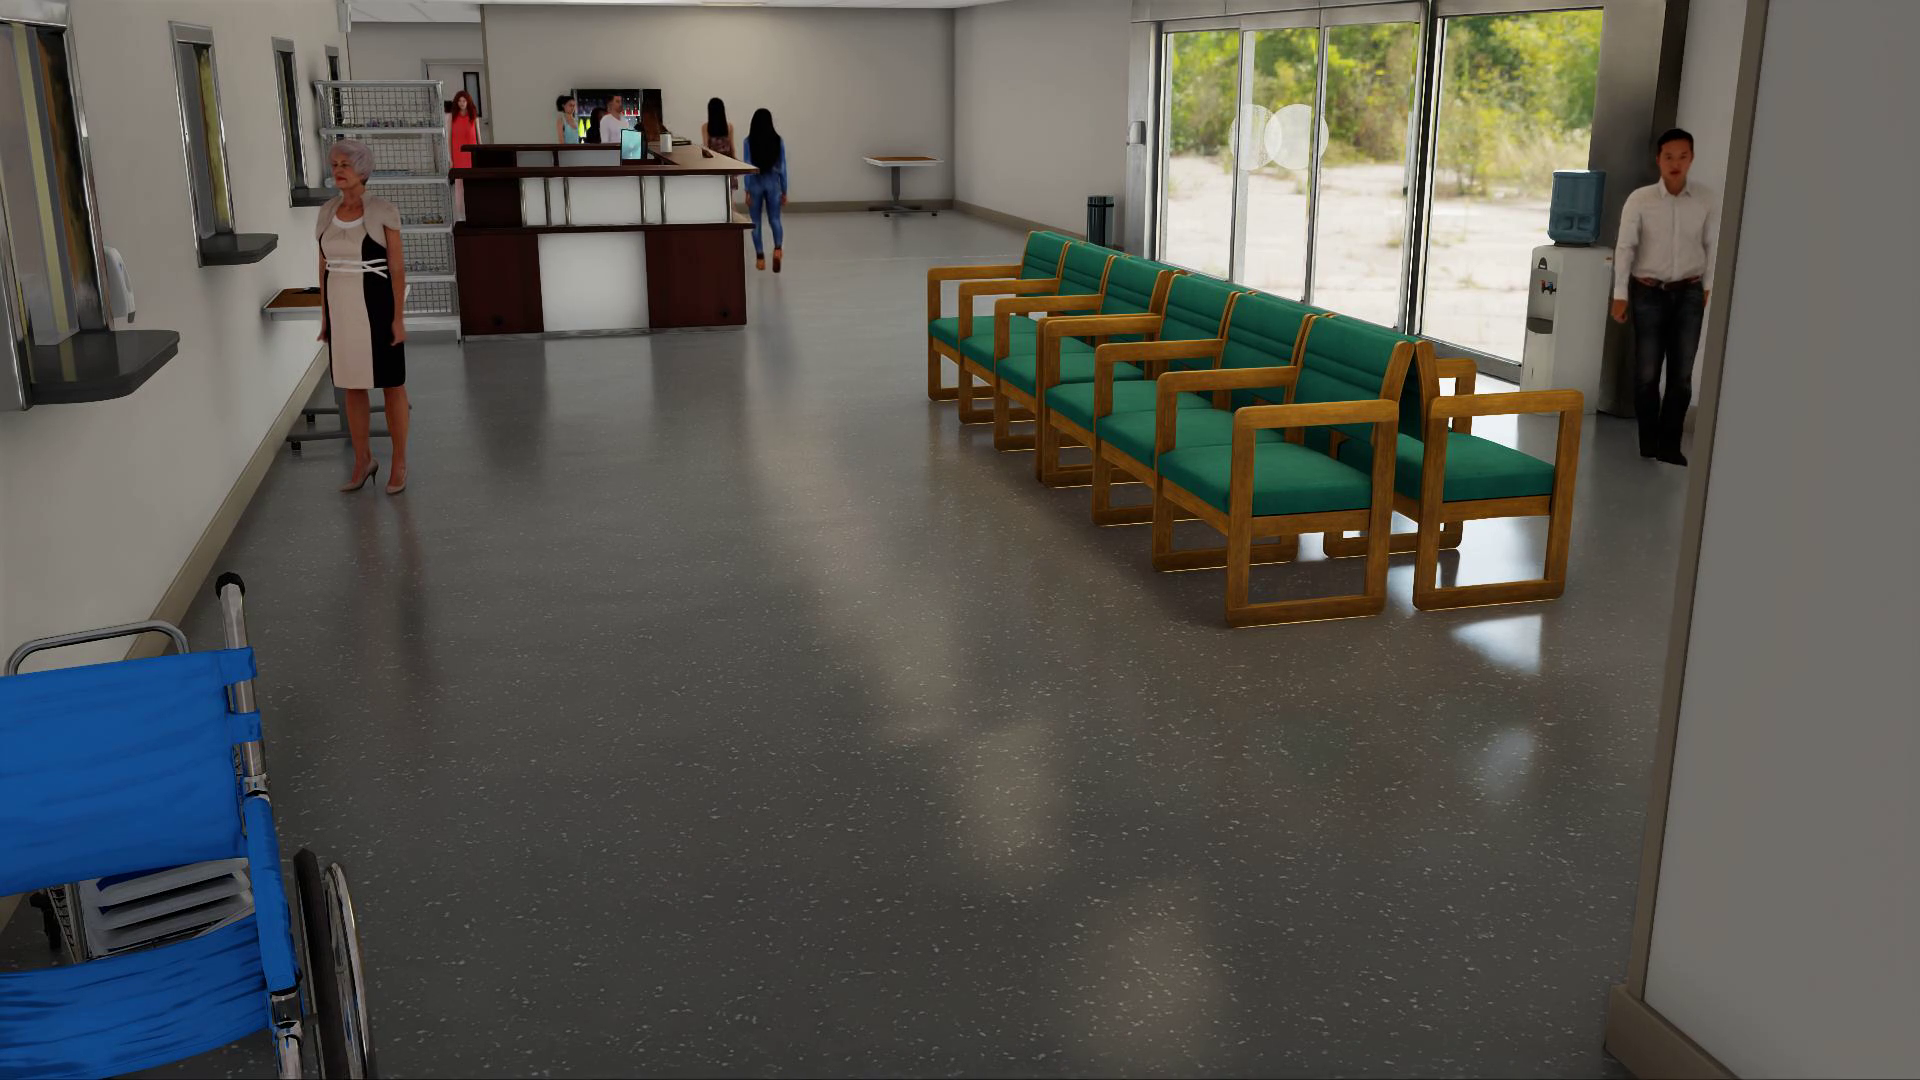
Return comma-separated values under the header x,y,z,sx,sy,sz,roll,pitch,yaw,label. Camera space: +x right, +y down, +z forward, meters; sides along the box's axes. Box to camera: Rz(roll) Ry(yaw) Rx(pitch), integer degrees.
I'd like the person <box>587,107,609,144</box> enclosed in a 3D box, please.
x,y,z,sx,sy,sz,roll,pitch,yaw,label
-4.848,-5.015,22.449,0.804,1.617,0.770,6,17,19,person

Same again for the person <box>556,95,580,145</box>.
x,y,z,sx,sy,sz,roll,pitch,yaw,label
-5.254,-5.088,22.415,0.745,1.774,0.698,7,17,23,person

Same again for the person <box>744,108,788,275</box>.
x,y,z,sx,sy,sz,roll,pitch,yaw,label
-2.009,-3.588,17.278,1.076,1.674,0.665,-4,16,-13,person

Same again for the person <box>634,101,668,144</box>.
x,y,z,sx,sy,sz,roll,pitch,yaw,label
-3.962,-4.766,21.416,0.634,1.696,0.695,-6,17,-21,person

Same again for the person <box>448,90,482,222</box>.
x,y,z,sx,sy,sz,roll,pitch,yaw,label
-6.758,-5.206,22.738,0.445,1.827,0.651,-5,16,-17,person

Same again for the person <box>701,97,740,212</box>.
x,y,z,sx,sy,sz,roll,pitch,yaw,label
-2.877,-4.402,20.063,1.097,1.730,0.713,-6,17,-20,person

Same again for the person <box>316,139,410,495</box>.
x,y,z,sx,sy,sz,roll,pitch,yaw,label
-2.979,-1.109,8.337,0.636,1.756,0.767,4,16,13,person

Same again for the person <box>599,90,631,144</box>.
x,y,z,sx,sy,sz,roll,pitch,yaw,label
-4.412,-4.735,21.101,1.226,1.808,1.247,10,18,31,person

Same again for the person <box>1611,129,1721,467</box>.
x,y,z,sx,sy,sz,roll,pitch,yaw,label
3.808,-1.307,9.016,0.980,1.768,0.983,3,16,12,person
